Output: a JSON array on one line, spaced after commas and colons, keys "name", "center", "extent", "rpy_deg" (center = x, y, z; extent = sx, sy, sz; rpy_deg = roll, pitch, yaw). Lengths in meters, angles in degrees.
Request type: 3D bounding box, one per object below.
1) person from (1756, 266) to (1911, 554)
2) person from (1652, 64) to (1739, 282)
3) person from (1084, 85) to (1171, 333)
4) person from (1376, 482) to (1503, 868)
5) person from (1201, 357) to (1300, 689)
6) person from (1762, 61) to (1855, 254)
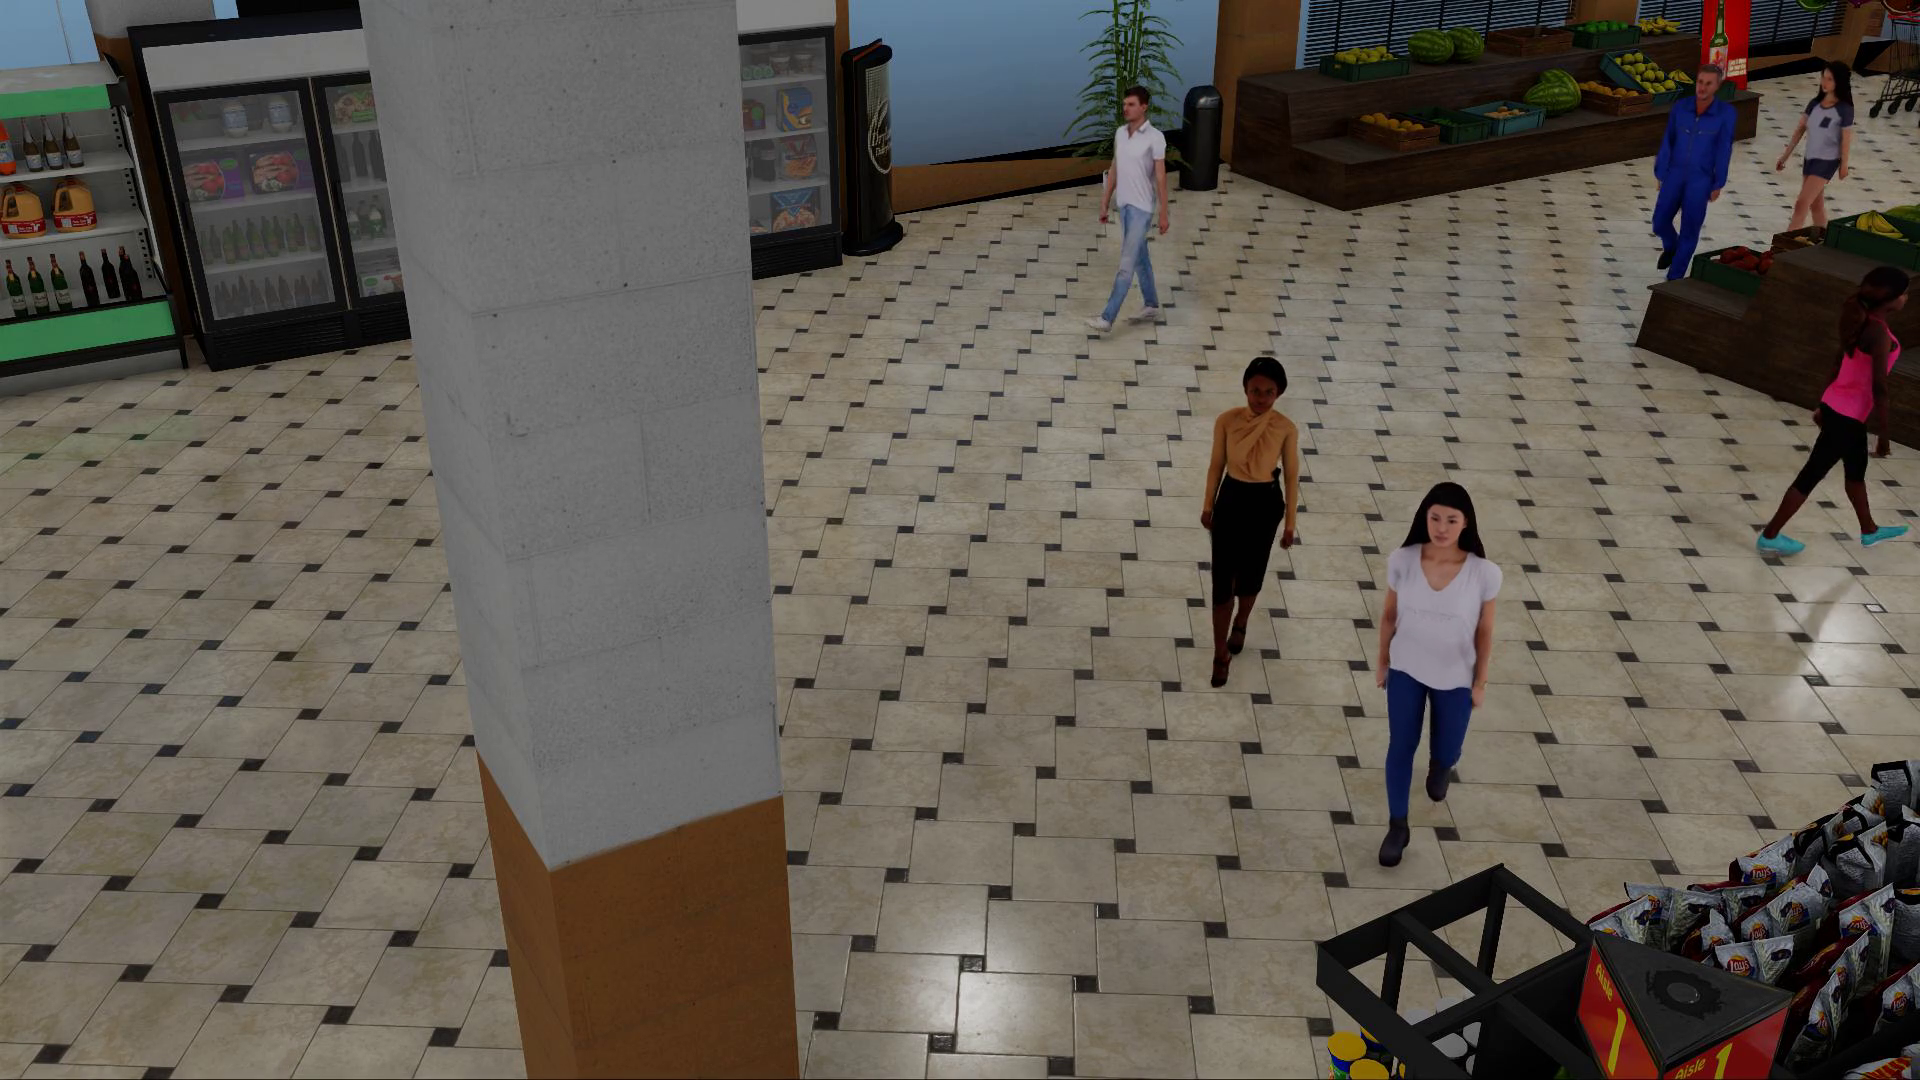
[{"name": "person", "center": [4.746, -0.667, 9.118], "extent": [1.104, 1.688, 0.999], "rpy_deg": [4, 27, 9]}, {"name": "person", "center": [5.926, -2.931, 13.441], "extent": [0.893, 1.816, 0.967], "rpy_deg": [20, 33, 34]}, {"name": "person", "center": [1.402, -2.499, 12.590], "extent": [1.090, 1.814, 0.744], "rpy_deg": [-18, 32, -31]}, {"name": "person", "center": [1.935, 0.529, 6.775], "extent": [0.870, 1.672, 0.976], "rpy_deg": [12, 29, 23]}, {"name": "person", "center": [1.411, -0.137, 8.133], "extent": [0.888, 1.633, 0.940], "rpy_deg": [6, 27, 11]}, {"name": "person", "center": [7.385, -3.202, 14.140], "extent": [1.063, 1.666, 0.777], "rpy_deg": [-6, 28, -12]}]
